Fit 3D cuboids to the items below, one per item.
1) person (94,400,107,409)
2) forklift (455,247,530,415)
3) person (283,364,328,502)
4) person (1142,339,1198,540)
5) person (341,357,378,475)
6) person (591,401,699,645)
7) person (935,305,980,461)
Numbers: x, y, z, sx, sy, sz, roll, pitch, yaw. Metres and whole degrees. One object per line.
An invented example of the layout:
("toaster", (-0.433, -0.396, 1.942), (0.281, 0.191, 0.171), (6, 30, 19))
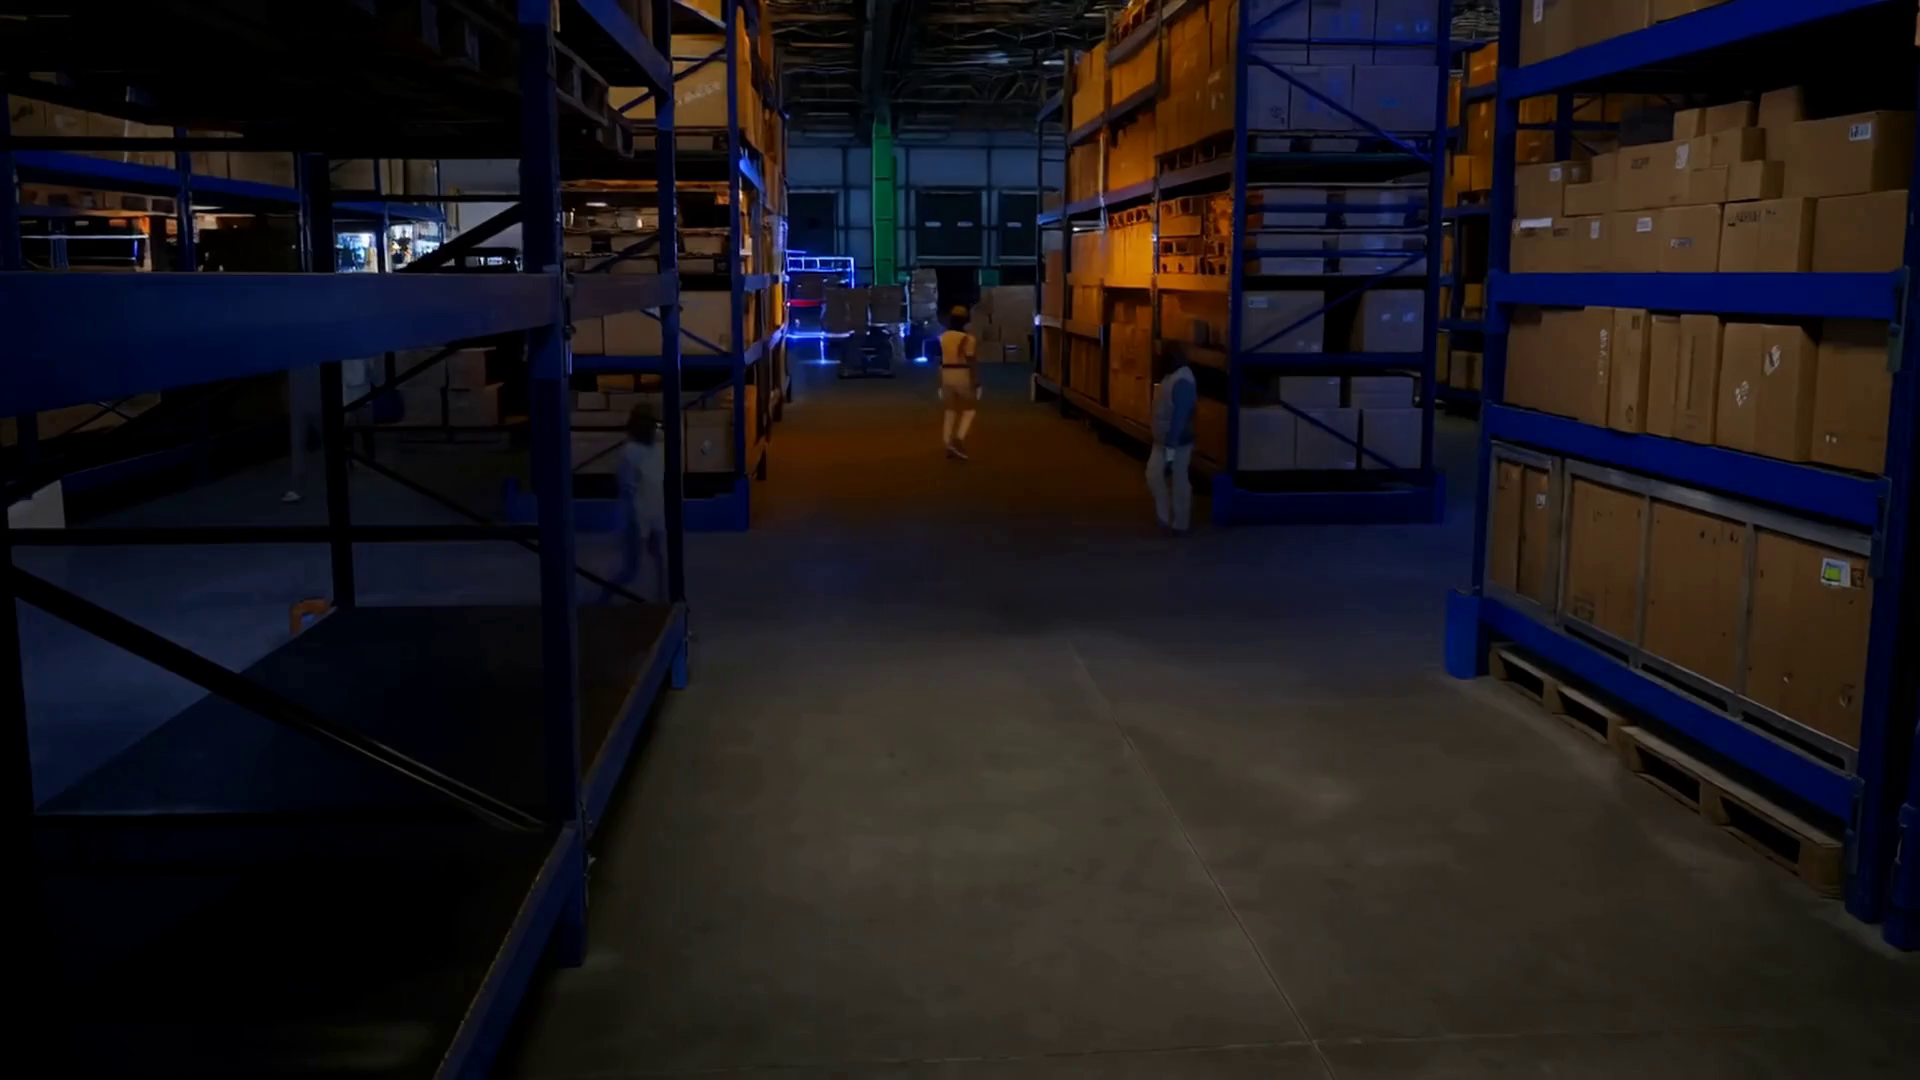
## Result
("person", (-15.633, -3.405, 30.138), (1.044, 2.000, 0.715), (8, 12, 42))
("forklift", (-7.283, -3.123, 25.740), (1.129, 2.768, 1.873), (-1, 9, -4))
("person", (-6.943, -1.356, 17.853), (0.666, 1.853, 0.991), (1, 9, 8))
("person", (1.859, -0.900, 15.067), (0.580, 1.827, 0.653), (-1, 9, -5))
("person", (-7.285, -1.626, 20.040), (0.539, 1.698, 0.317), (-6, 11, -32))
("person", (-2.108, -0.112, 10.831), (0.750, 1.605, 0.498), (4, 10, 23))
("person", (-0.029, -2.013, 21.429), (0.651, 2.026, 0.435), (6, 11, 35))
